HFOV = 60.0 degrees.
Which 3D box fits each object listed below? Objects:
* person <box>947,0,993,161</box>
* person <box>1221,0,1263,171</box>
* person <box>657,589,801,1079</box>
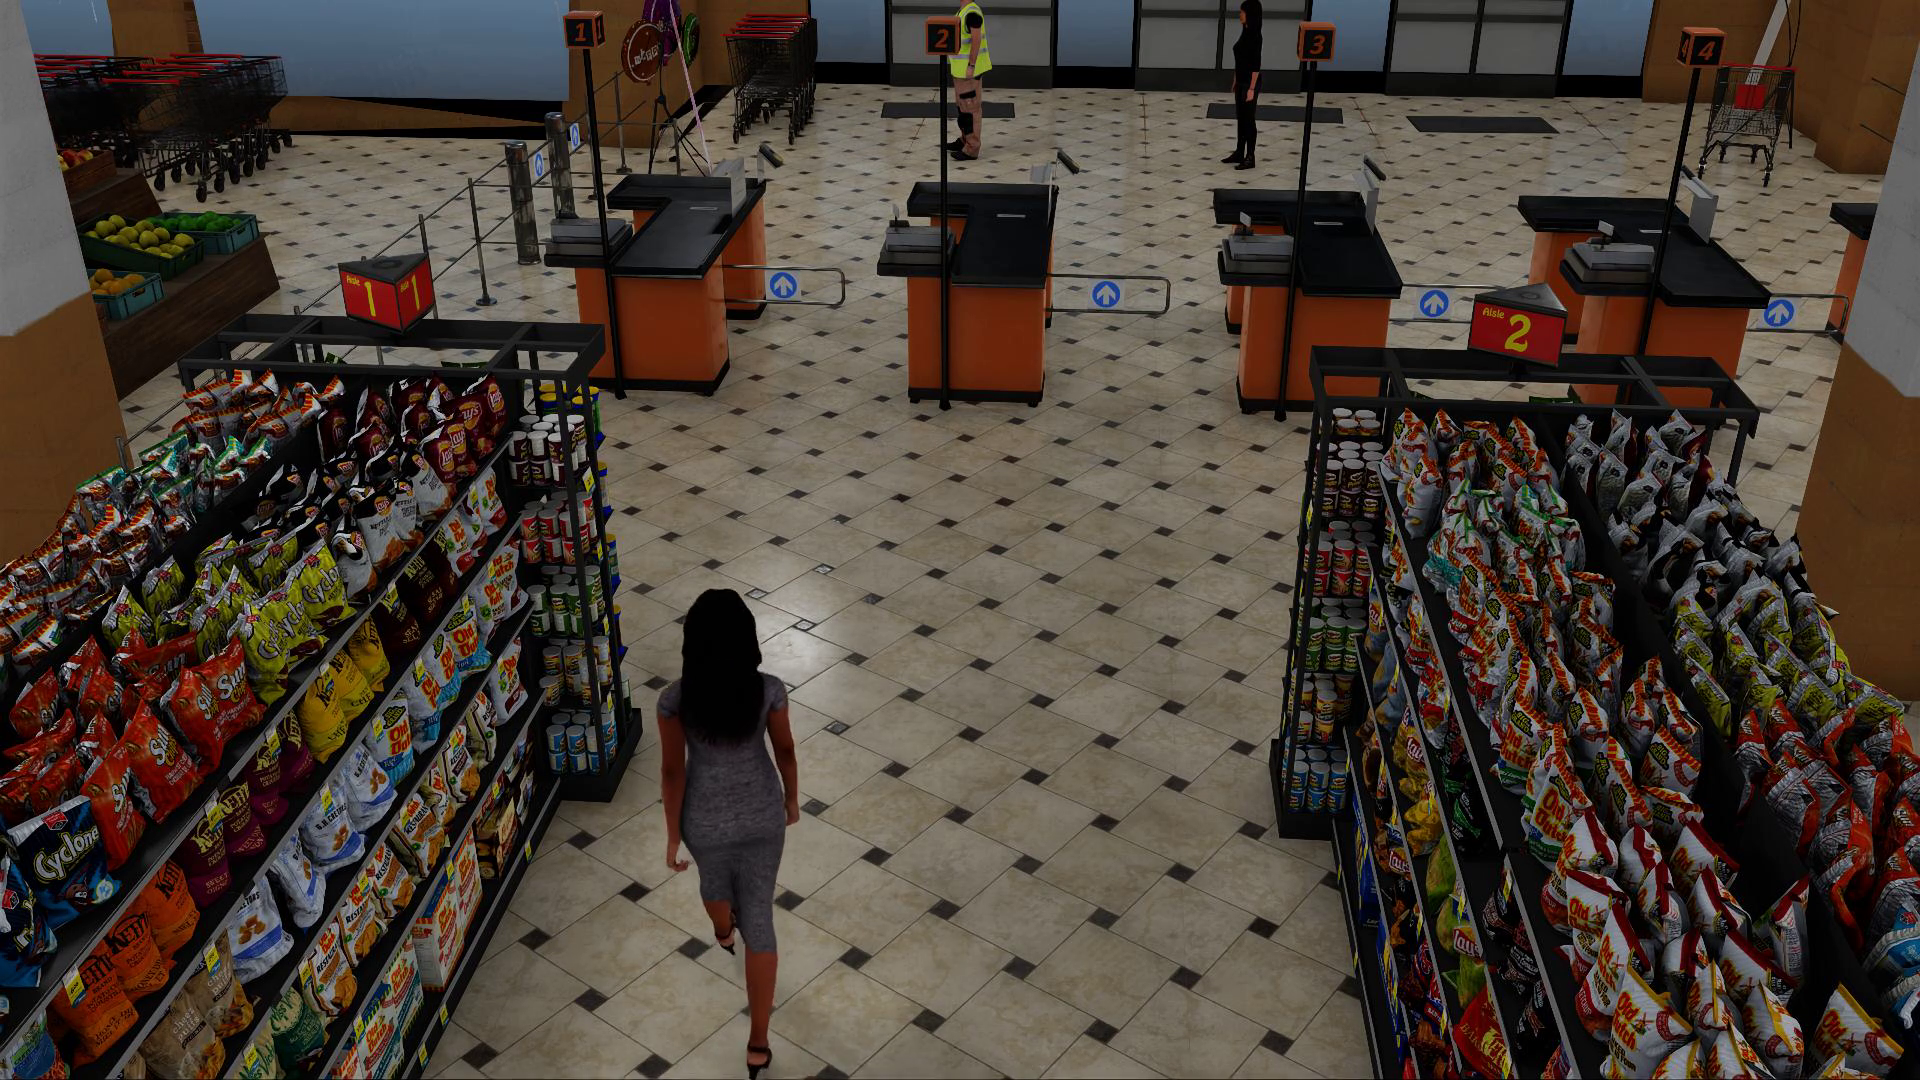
[{"bbox_3d":[0.065,-4.842,16.980,0.836,1.846,0.741,-5,27,-9],"label":"person"},{"bbox_3d":[2.889,-4.575,16.680,0.699,1.642,0.560,-8,28,-15],"label":"person"},{"bbox_3d":[-0.741,1.032,5.526,0.770,1.731,1.162,-3,27,-7],"label":"person"}]
